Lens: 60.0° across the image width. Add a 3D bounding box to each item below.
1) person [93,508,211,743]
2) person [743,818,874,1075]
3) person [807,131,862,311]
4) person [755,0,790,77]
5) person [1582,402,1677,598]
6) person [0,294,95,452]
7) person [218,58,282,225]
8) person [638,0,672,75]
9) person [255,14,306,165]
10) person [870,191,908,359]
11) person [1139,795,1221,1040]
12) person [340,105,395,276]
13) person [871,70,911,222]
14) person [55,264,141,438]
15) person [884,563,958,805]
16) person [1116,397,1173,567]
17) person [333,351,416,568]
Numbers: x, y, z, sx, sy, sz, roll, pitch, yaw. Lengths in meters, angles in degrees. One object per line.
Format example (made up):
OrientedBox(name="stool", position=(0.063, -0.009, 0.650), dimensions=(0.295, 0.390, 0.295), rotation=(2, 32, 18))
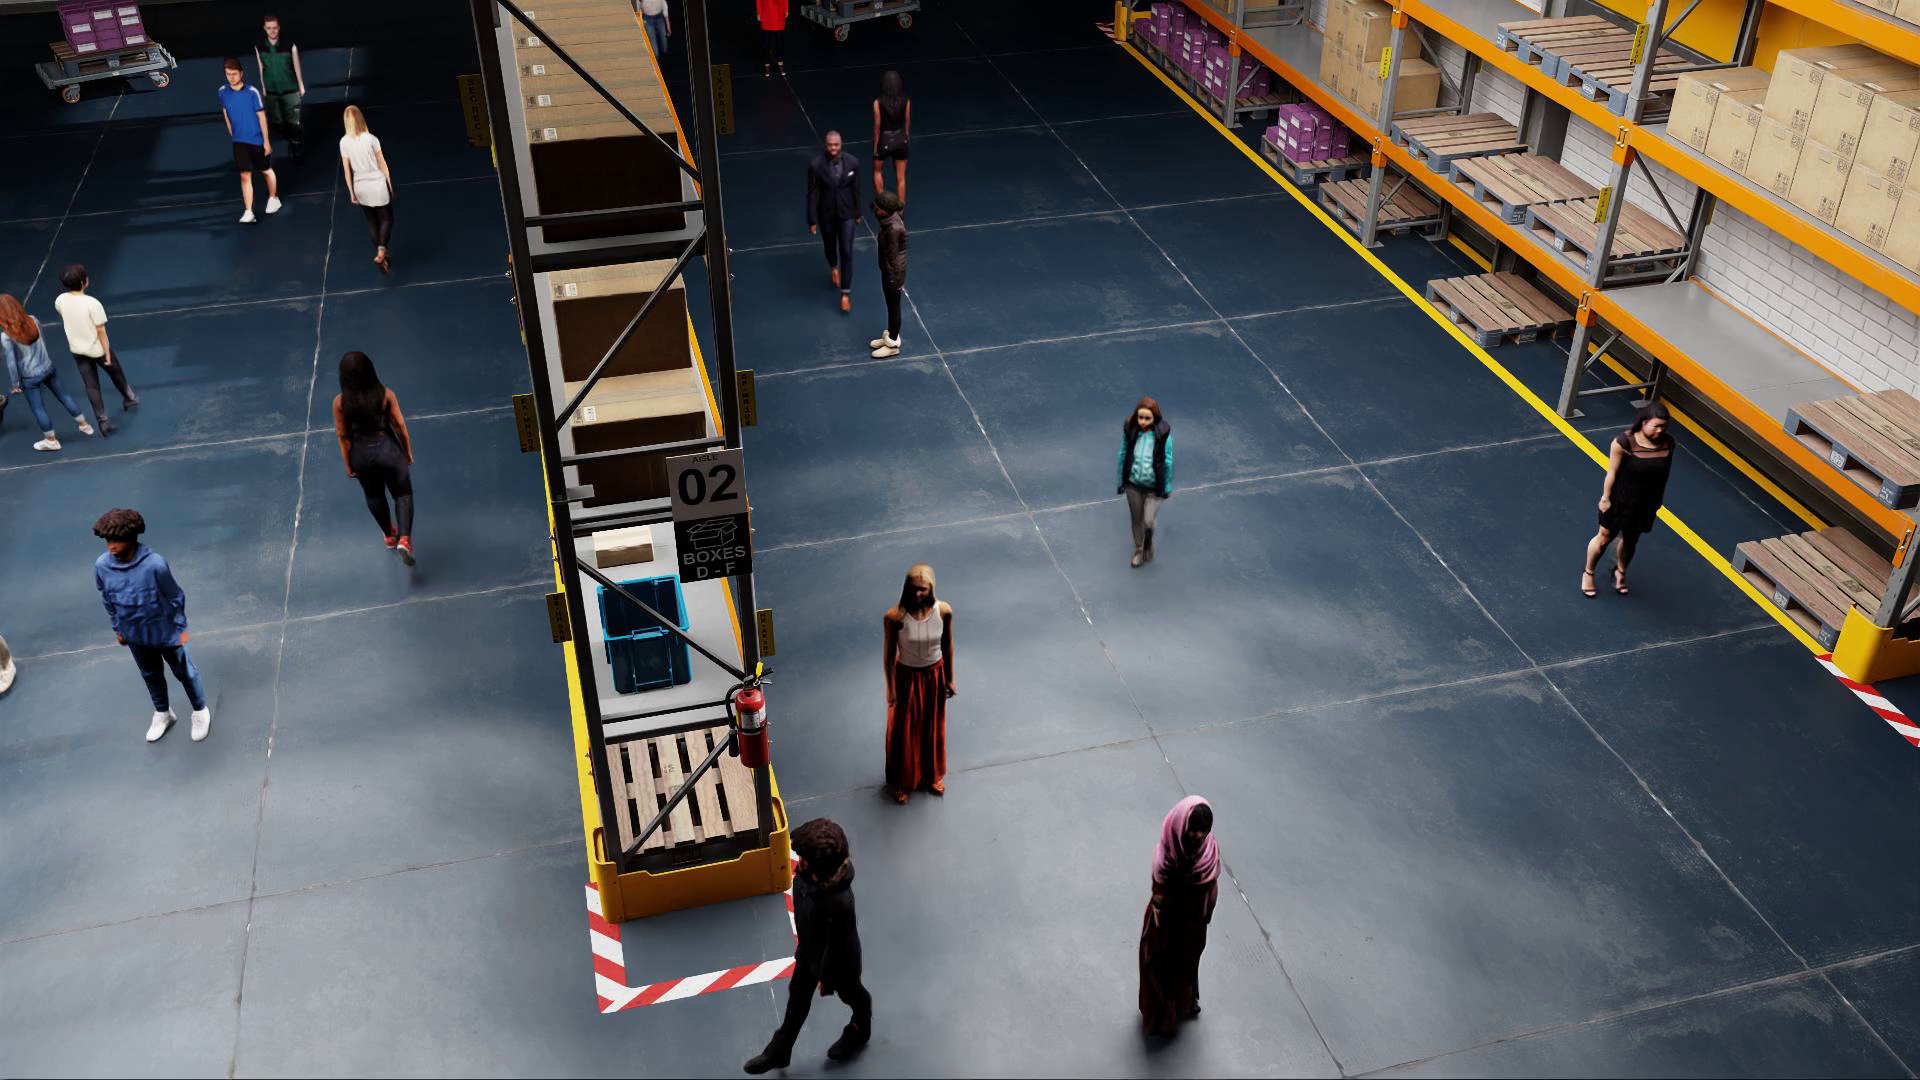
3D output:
OrientedBox(name="person", position=(-5.431, 0.564, 11.171), dimensions=(0.729, 1.809, 0.656), rotation=(0, 34, 0))
OrientedBox(name="person", position=(-0.625, 2.134, 8.867), dimensions=(0.888, 1.746, 1.000), rotation=(-20, 38, -27))
OrientedBox(name="person", position=(-1.269, -3.336, 17.069), dimensions=(0.849, 1.777, 1.239), rotation=(-3, 34, -5))
OrientedBox(name="person", position=(-2.611, -7.336, 23.113), dimensions=(0.605, 1.748, 0.584), rotation=(-8, 34, -12))
OrientedBox(name="person", position=(5.055, -0.305, 12.567), dimensions=(0.677, 1.711, 0.655), rotation=(-3, 34, -4))
OrientedBox(name="person", position=(-8.085, -1.476, 14.547), dimensions=(0.851, 1.470, 0.757), rotation=(11, 35, 16))
OrientedBox(name="person", position=(-8.012, -4.566, 18.870), dimensions=(0.768, 1.831, 1.130), rotation=(-3, 34, -4))
OrientedBox(name="person", position=(-4.208, -7.044, 22.712), dimensions=(0.691, 1.705, 1.040), rotation=(-14, 36, -20))
OrientedBox(name="person", position=(-8.260, -5.523, 20.315), dimensions=(0.708, 1.825, 0.780), rotation=(-4, 34, -6))
OrientedBox(name="person", position=(-0.639, -2.573, 16.025), dimensions=(0.633, 1.661, 0.563), rotation=(10, 35, 15))
OrientedBox(name="person", position=(1.193, 2.030, 9.125), dimensions=(0.761, 1.633, 0.766), rotation=(-27, 42, -35))
OrientedBox(name="person", position=(-6.197, -3.633, 17.484), dimensions=(0.710, 1.811, 1.008), rotation=(-3, 34, -4))
OrientedBox(name="person", position=(-0.735, -4.383, 18.690), dimensions=(0.679, 1.726, 0.777), rotation=(-13, 36, -19))
OrientedBox(name="person", position=(-7.712, -1.636, 14.706), dimensions=(0.751, 1.560, 0.962), rotation=(1, 34, 1))
OrientedBox(name="person", position=(-0.268, 0.894, 10.681), dimensions=(0.619, 1.802, 0.575), rotation=(-9, 35, -13))
OrientedBox(name="person", position=(1.469, -0.488, 13.040), dimensions=(0.704, 1.493, 0.753), rotation=(12, 35, 18))
OrientedBox(name="person", position=(-4.533, -0.604, 12.940), dimensions=(0.669, 1.797, 1.026), rotation=(-10, 35, -14))
